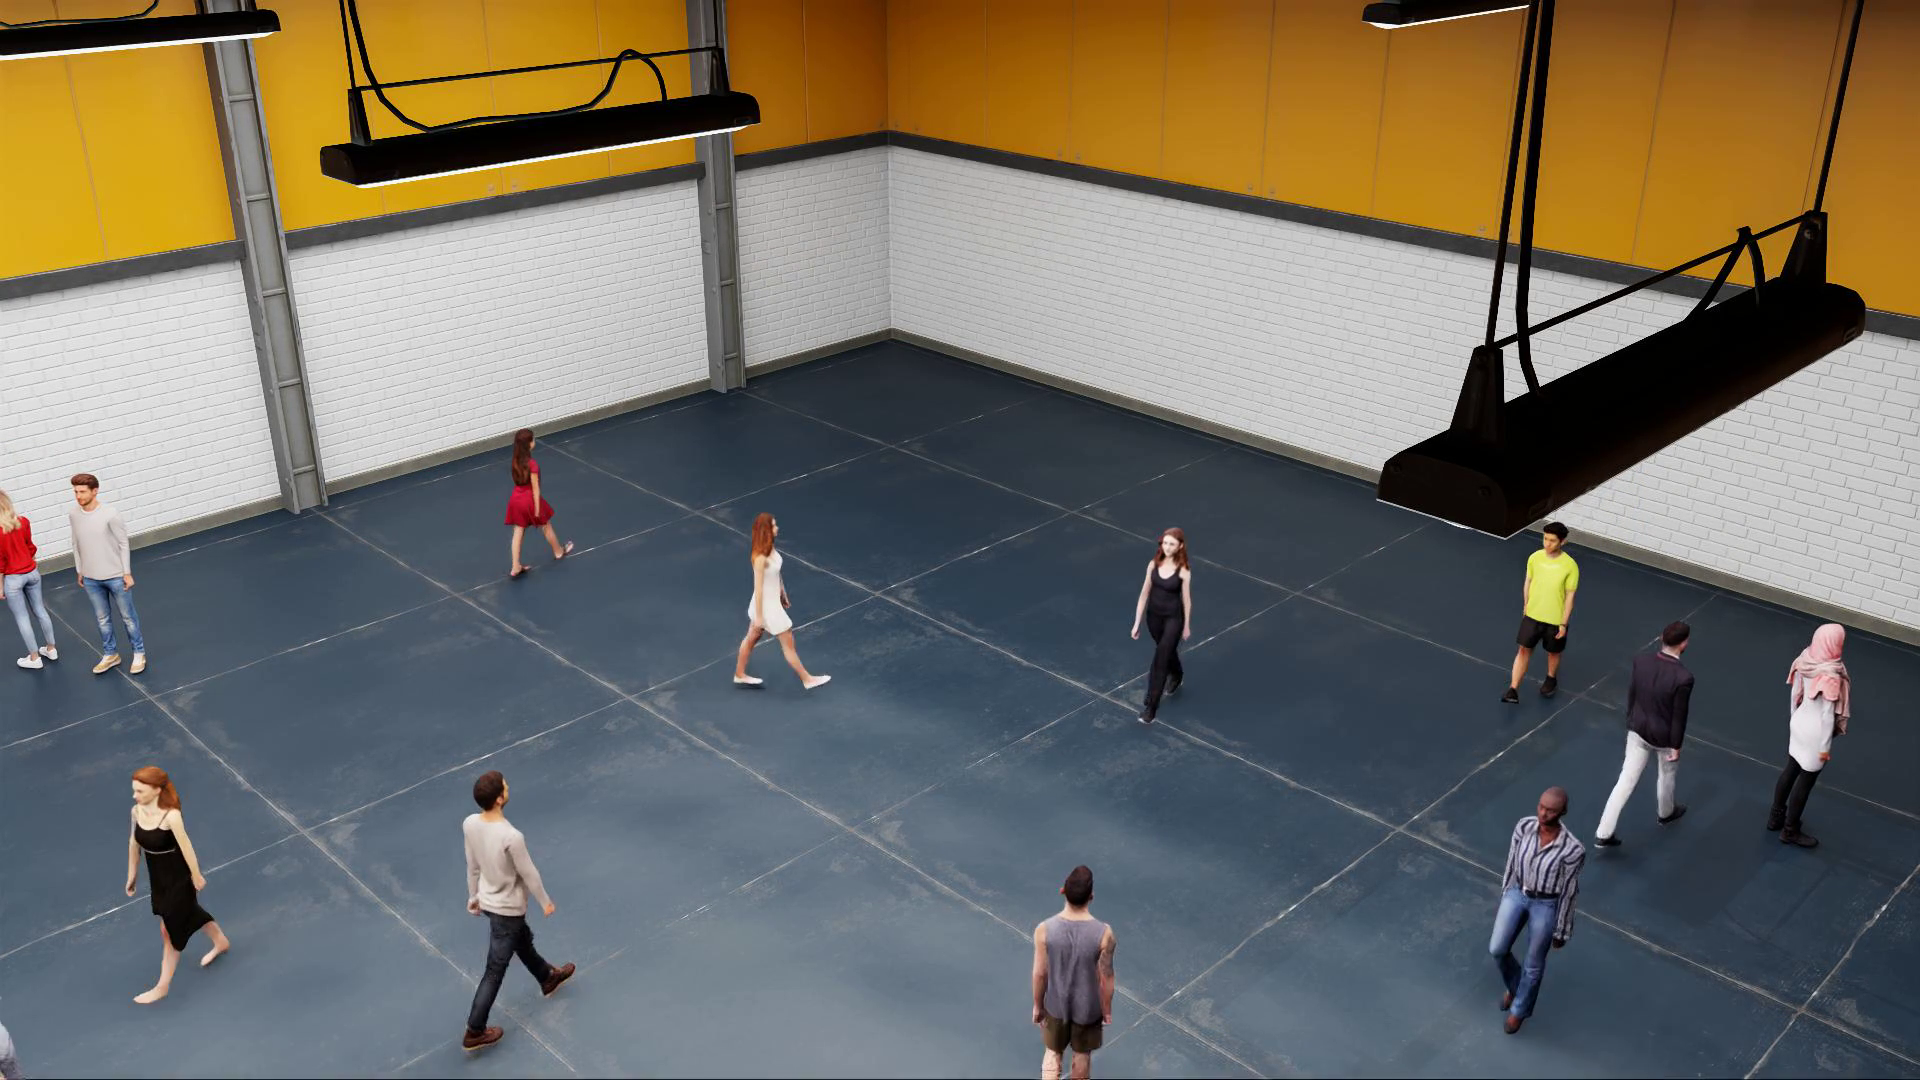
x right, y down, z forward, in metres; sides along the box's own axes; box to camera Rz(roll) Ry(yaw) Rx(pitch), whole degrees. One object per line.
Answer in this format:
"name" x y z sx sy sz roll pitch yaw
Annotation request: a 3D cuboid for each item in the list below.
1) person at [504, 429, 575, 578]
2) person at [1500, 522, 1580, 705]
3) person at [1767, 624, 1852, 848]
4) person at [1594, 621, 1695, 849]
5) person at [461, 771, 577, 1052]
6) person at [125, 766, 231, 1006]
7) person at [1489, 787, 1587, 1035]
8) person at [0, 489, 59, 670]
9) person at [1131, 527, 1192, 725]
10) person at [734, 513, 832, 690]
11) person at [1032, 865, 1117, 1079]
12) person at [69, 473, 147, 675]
"person" -4.440 -0.350 16.864 0.726 1.508 1.073 13 27 27
"person" 5.136 0.623 14.446 0.714 1.662 1.086 17 29 34
"person" 6.350 1.435 12.415 0.796 1.801 0.739 0 24 -1
"person" 5.048 1.492 12.309 1.309 1.781 0.811 -15 28 -31
"person" -2.896 2.333 10.333 0.783 1.824 1.244 16 28 33
"person" -5.134 2.166 11.006 0.740 1.589 1.061 12 27 26
"person" 3.654 2.296 10.468 0.580 1.784 0.636 -21 31 -39
"person" -8.503 0.347 15.025 0.746 1.703 0.586 9 25 19
"person" 1.805 0.671 14.298 0.714 1.693 1.198 16 28 32
"person" -1.770 0.572 14.566 1.094 1.659 1.106 2 24 5
"person" 0.641 2.719 9.616 0.912 1.834 1.050 5 24 11
"person" -7.665 0.286 14.914 0.746 1.905 0.803 0 24 1
